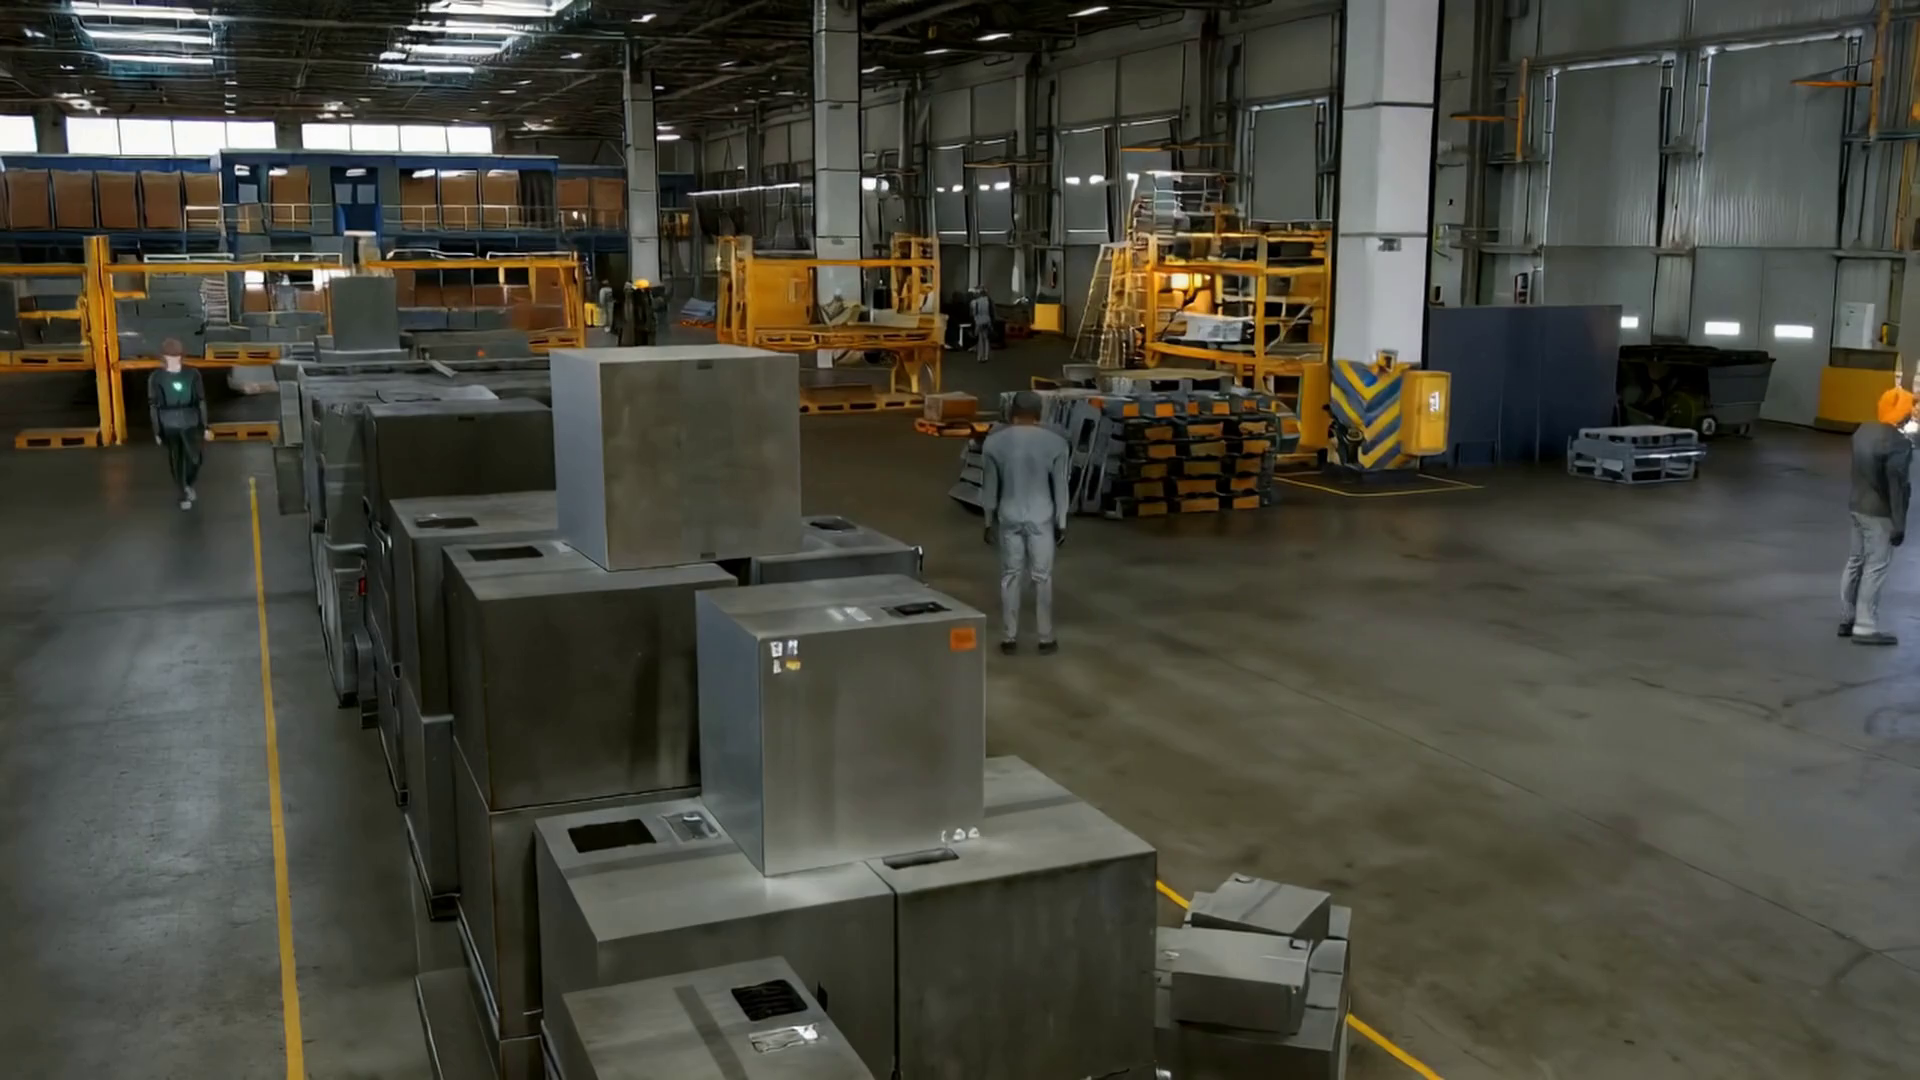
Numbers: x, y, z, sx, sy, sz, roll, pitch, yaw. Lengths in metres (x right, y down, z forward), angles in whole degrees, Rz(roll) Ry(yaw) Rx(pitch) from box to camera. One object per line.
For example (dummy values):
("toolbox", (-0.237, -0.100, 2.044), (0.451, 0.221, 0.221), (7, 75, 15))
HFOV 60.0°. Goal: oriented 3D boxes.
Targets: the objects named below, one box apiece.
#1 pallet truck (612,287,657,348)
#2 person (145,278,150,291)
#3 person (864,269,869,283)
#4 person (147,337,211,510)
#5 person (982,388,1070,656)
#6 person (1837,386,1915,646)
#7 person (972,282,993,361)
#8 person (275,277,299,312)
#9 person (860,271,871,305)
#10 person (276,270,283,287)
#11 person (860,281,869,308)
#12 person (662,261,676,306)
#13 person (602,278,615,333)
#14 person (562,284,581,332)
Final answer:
("pallet truck", (-6.464, -4.406, 35.401), (0.823, 1.965, 1.885), (6, 12, 32))
("person", (-24.124, -6.854, 49.343), (0.547, 1.832, 0.402), (-10, 14, -43))
("person", (-3.453, -8.741, 59.503), (0.585, 1.922, 0.372), (-10, 14, -43))
("person", (-8.673, -1.297, 18.491), (0.615, 1.913, 0.449), (-7, 12, -33))
("person", (0.473, -0.124, 11.969), (0.635, 1.936, 0.355), (1, 10, 5))
("person", (6.780, -0.171, 12.279), (0.391, 1.928, 0.634), (0, 10, -2))
("person", (0.544, -5.372, 40.895), (0.551, 1.934, 0.373), (-3, 11, -16))
("person", (-19.971, -6.870, 49.374), (0.673, 1.871, 1.000), (-4, 11, -19))
("person", (-3.389, -8.248, 56.877), (0.625, 1.902, 1.015), (2, 11, 12))
("person", (-23.890, -8.532, 58.450), (0.355, 1.887, 0.573), (-2, 11, -13))
("person", (-2.983, -6.782, 49.012), (0.617, 1.815, 0.895), (-1, 10, -8))
("person", (-12.987, -11.426, 74.134), (0.612, 1.986, 0.407), (-1, 10, -3))
("person", (-11.256, -7.487, 53.084), (0.311, 1.744, 0.486), (7, 12, 33))
("person", (-10.319, -5.899, 44.163), (0.623, 1.814, 0.840), (9, 13, 40))
